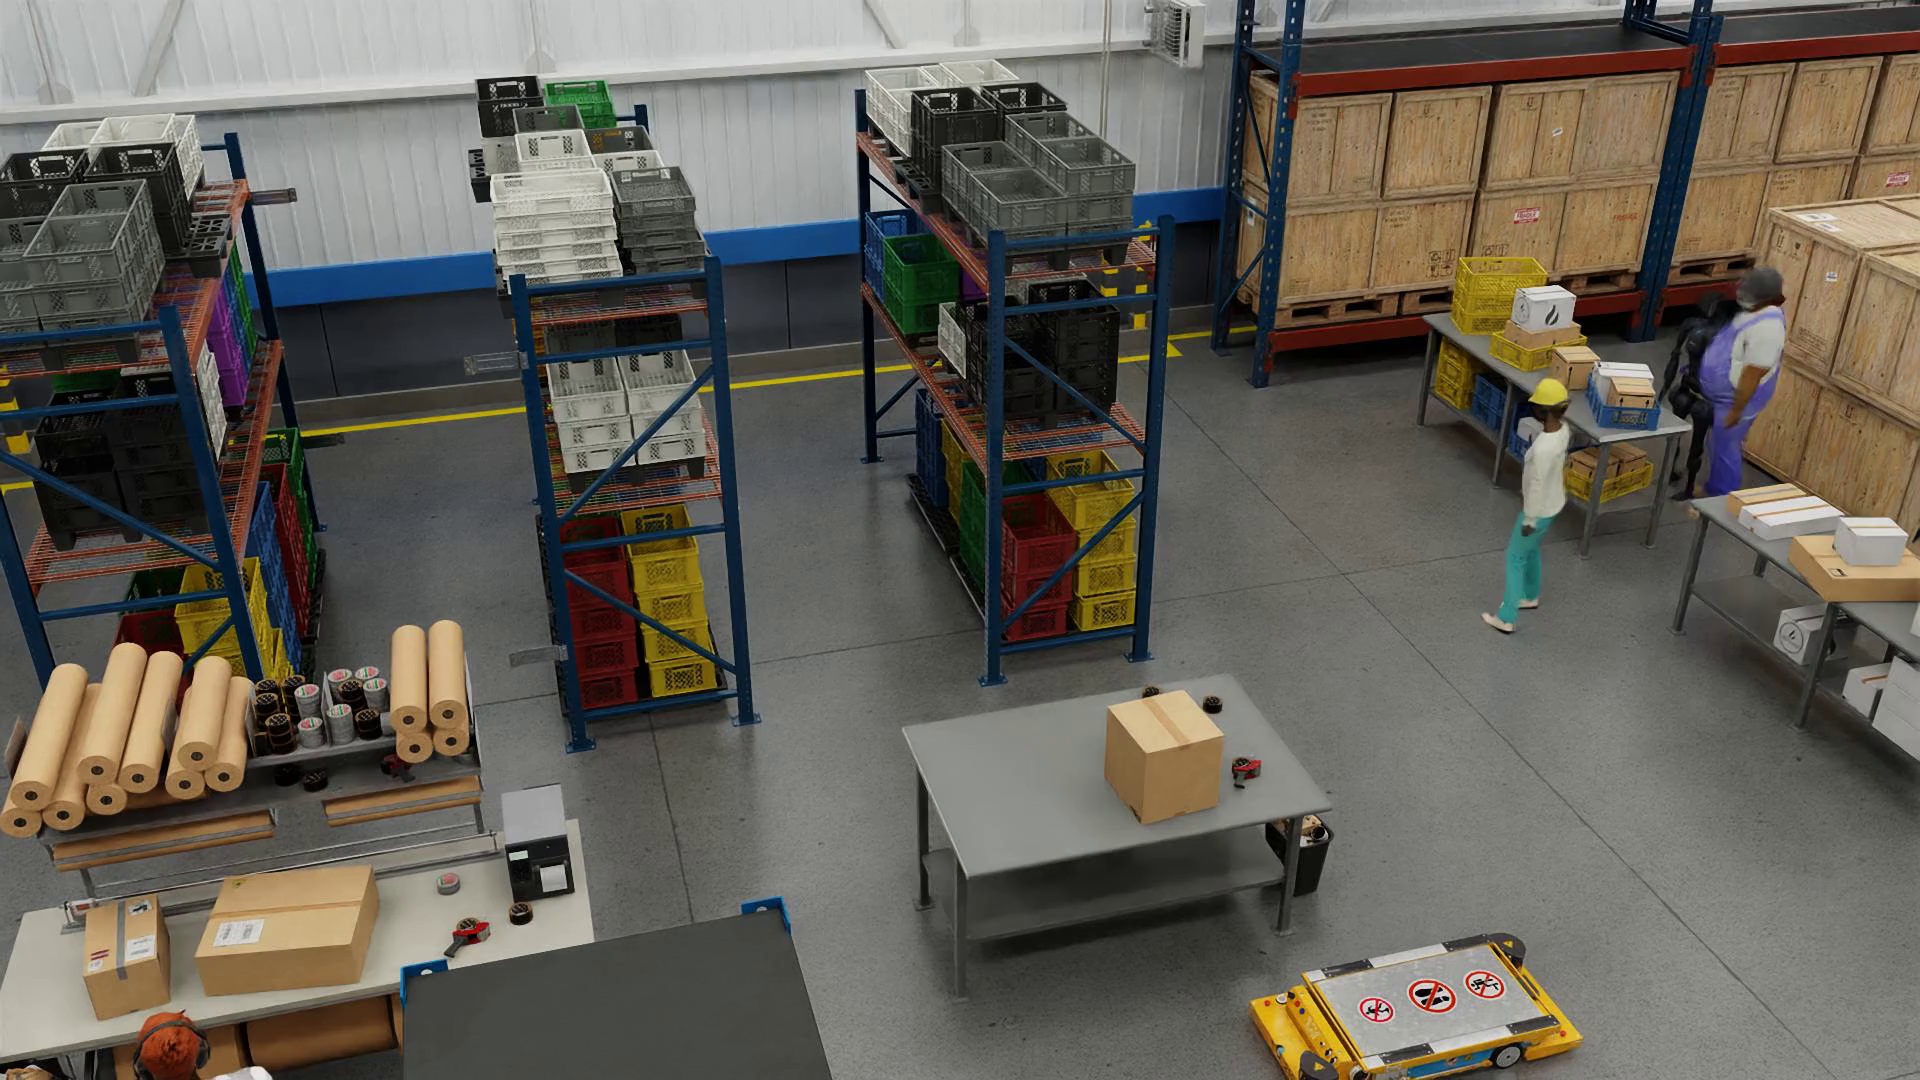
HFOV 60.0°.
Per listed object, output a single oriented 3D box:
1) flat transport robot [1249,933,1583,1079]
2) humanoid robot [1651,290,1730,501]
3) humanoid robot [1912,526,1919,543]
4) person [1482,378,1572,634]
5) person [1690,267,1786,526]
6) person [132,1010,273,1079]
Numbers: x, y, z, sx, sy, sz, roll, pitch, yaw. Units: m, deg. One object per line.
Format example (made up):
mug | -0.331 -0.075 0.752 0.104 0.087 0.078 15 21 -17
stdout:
flat transport robot | 2.184 2.282 7.980 1.431 0.197 0.652 -8 30 -14
humanoid robot | 5.623 -1.118 12.734 0.329 1.665 0.598 -13 31 -22
humanoid robot | 6.485 -0.044 10.761 0.331 1.660 0.585 -12 31 -20
person | 3.818 -0.234 11.052 0.361 1.746 0.543 18 34 30
person | 5.755 -1.123 12.367 0.535 2.000 0.719 12 31 20
person | -2.666 2.455 6.020 0.573 1.882 0.361 -20 34 -32
